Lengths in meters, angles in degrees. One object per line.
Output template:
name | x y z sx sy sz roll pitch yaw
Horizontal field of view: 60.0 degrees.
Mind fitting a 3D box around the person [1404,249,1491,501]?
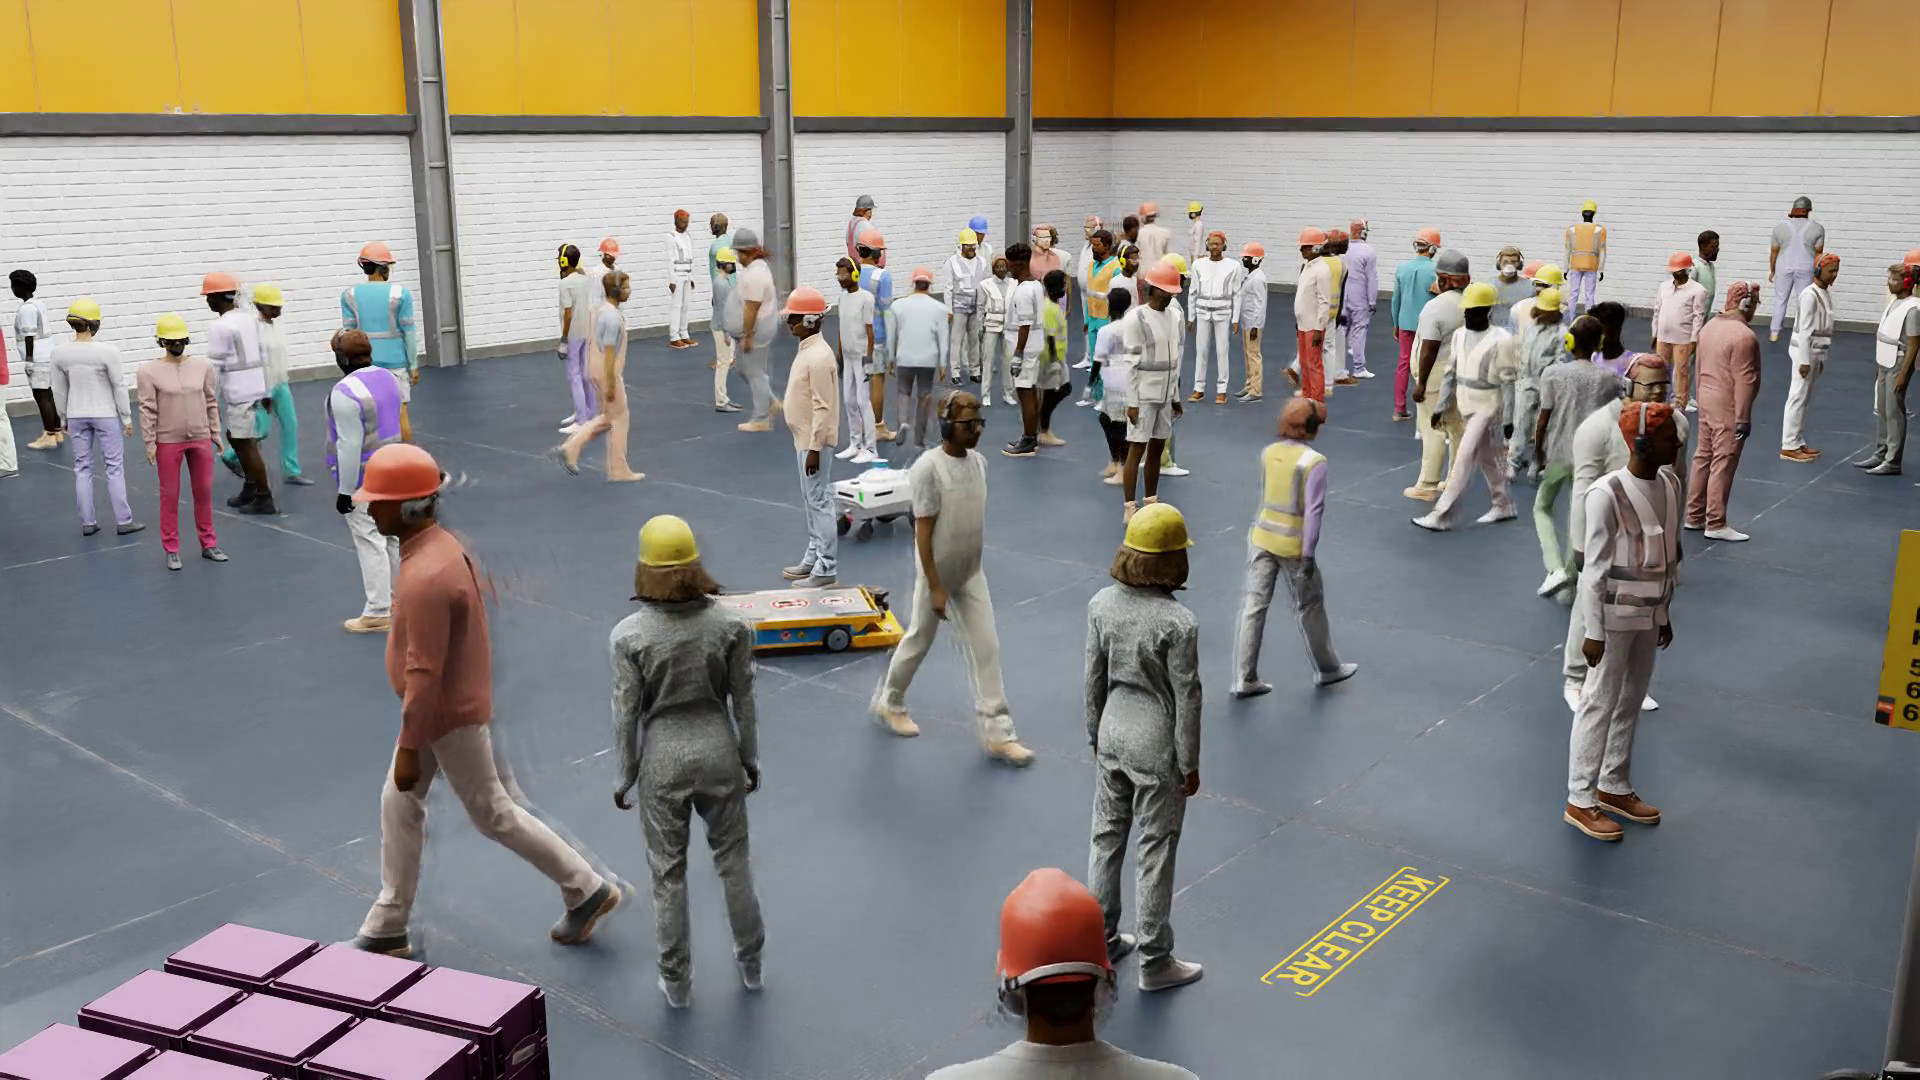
person | 3.918 -1.343 13.540 0.683 2.000 0.538 -9 16 -31

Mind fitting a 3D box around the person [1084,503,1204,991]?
person | 0.661 0.722 5.891 0.321 1.742 0.492 -13 19 -42

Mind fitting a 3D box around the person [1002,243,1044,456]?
person | 0.580 -1.750 15.330 0.379 1.959 0.603 3 14 12

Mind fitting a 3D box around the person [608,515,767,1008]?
person | -0.943 0.766 5.752 0.528 1.728 0.342 -5 15 -20

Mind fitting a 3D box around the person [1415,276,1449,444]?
person | 4.587 -1.743 15.966 0.287 1.631 0.501 -1 14 -5

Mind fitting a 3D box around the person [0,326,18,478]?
person | -8.431 -1.403 14.392 0.352 1.739 0.573 -10 17 -34

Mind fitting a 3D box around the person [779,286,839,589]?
person | -0.977 -0.661 10.909 0.375 1.995 0.611 -3 14 -13

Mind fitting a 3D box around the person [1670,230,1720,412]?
person | 7.859 -2.345 17.794 0.372 1.916 0.597 12 18 39

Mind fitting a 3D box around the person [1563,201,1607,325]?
person | 9.139 -3.986 24.351 0.585 1.919 0.380 8 16 28

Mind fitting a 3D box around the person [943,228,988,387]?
person | 0.092 -2.714 19.443 0.594 1.832 0.404 -8 16 -29

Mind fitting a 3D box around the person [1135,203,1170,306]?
person | 2.658 -3.745 23.339 0.606 1.943 0.988 -2 14 -9

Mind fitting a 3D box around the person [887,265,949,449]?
person | -0.394 -1.694 15.589 0.592 1.717 0.592 1 14 2

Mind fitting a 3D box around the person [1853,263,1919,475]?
person | 8.162 -1.485 14.498 0.376 1.845 0.573 3 14 11

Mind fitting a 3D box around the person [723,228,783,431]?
person | -2.078 -2.089 16.521 0.539 2.000 0.683 -2 14 -8

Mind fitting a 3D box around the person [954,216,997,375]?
person | 0.200 -2.977 20.296 0.618 1.933 0.420 -13 19 -41

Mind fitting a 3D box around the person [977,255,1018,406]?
person | 0.435 -2.275 18.077 0.523 1.639 0.309 -4 15 -16

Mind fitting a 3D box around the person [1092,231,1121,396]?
person | 1.681 -2.540 18.719 0.344 1.847 0.504 -2 14 -10

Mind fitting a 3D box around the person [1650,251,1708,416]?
person | 7.380 -2.106 17.191 0.334 1.743 0.559 -9 16 -31

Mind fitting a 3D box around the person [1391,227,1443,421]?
person | 4.717 -2.193 17.029 0.397 1.992 0.623 -13 19 -41

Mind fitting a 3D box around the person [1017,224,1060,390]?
person | 0.924 -2.634 18.971 0.652 1.906 0.405 -12 18 -40

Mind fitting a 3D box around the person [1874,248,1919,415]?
person | 9.907 -2.169 17.422 0.565 1.752 0.338 -6 15 -24

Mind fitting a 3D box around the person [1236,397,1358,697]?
person | 1.816 0.036 8.899 0.817 1.594 0.534 -9 16 -31

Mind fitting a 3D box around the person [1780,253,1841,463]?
person | 7.744 -1.661 15.132 0.362 1.883 0.575 11 18 38

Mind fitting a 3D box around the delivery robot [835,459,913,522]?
delivery robot | -0.588 -0.363 12.445 0.707 0.478 0.477 -13 19 -42

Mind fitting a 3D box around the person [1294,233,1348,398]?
person | 3.996 -2.495 18.552 0.636 1.840 0.429 -8 16 -29

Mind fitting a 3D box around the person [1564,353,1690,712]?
person | 3.440 -0.019 8.556 0.649 1.900 0.398 -3 14 -14

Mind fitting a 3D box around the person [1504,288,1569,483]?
person | 4.953 -1.323 14.198 0.897 1.670 0.537 -11 18 -37

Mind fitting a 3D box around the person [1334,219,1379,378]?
person | 4.774 -2.907 20.064 0.409 1.907 0.648 -12 18 -40

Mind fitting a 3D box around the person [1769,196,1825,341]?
person | 11.749 -3.808 23.392 0.673 2.000 0.536 8 16 29

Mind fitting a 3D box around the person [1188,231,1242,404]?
person | 2.778 -2.433 18.211 0.585 1.882 0.337 6 15 23

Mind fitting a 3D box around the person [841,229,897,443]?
person | -0.852 -1.961 16.009 0.615 2.040 0.381 10 17 35

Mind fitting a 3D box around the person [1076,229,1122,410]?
person | 1.535 -2.360 17.851 0.392 1.920 0.593 -8 16 -28

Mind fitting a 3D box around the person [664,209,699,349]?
person | -3.823 -3.579 22.787 0.339 1.885 0.584 5 15 20

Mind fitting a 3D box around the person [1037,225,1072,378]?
person | 1.081 -2.826 19.889 0.501 1.840 0.349 0 14 2

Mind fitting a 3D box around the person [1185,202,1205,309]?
person | 3.903 -4.729 27.650 0.339 1.761 0.524 1 14 4
